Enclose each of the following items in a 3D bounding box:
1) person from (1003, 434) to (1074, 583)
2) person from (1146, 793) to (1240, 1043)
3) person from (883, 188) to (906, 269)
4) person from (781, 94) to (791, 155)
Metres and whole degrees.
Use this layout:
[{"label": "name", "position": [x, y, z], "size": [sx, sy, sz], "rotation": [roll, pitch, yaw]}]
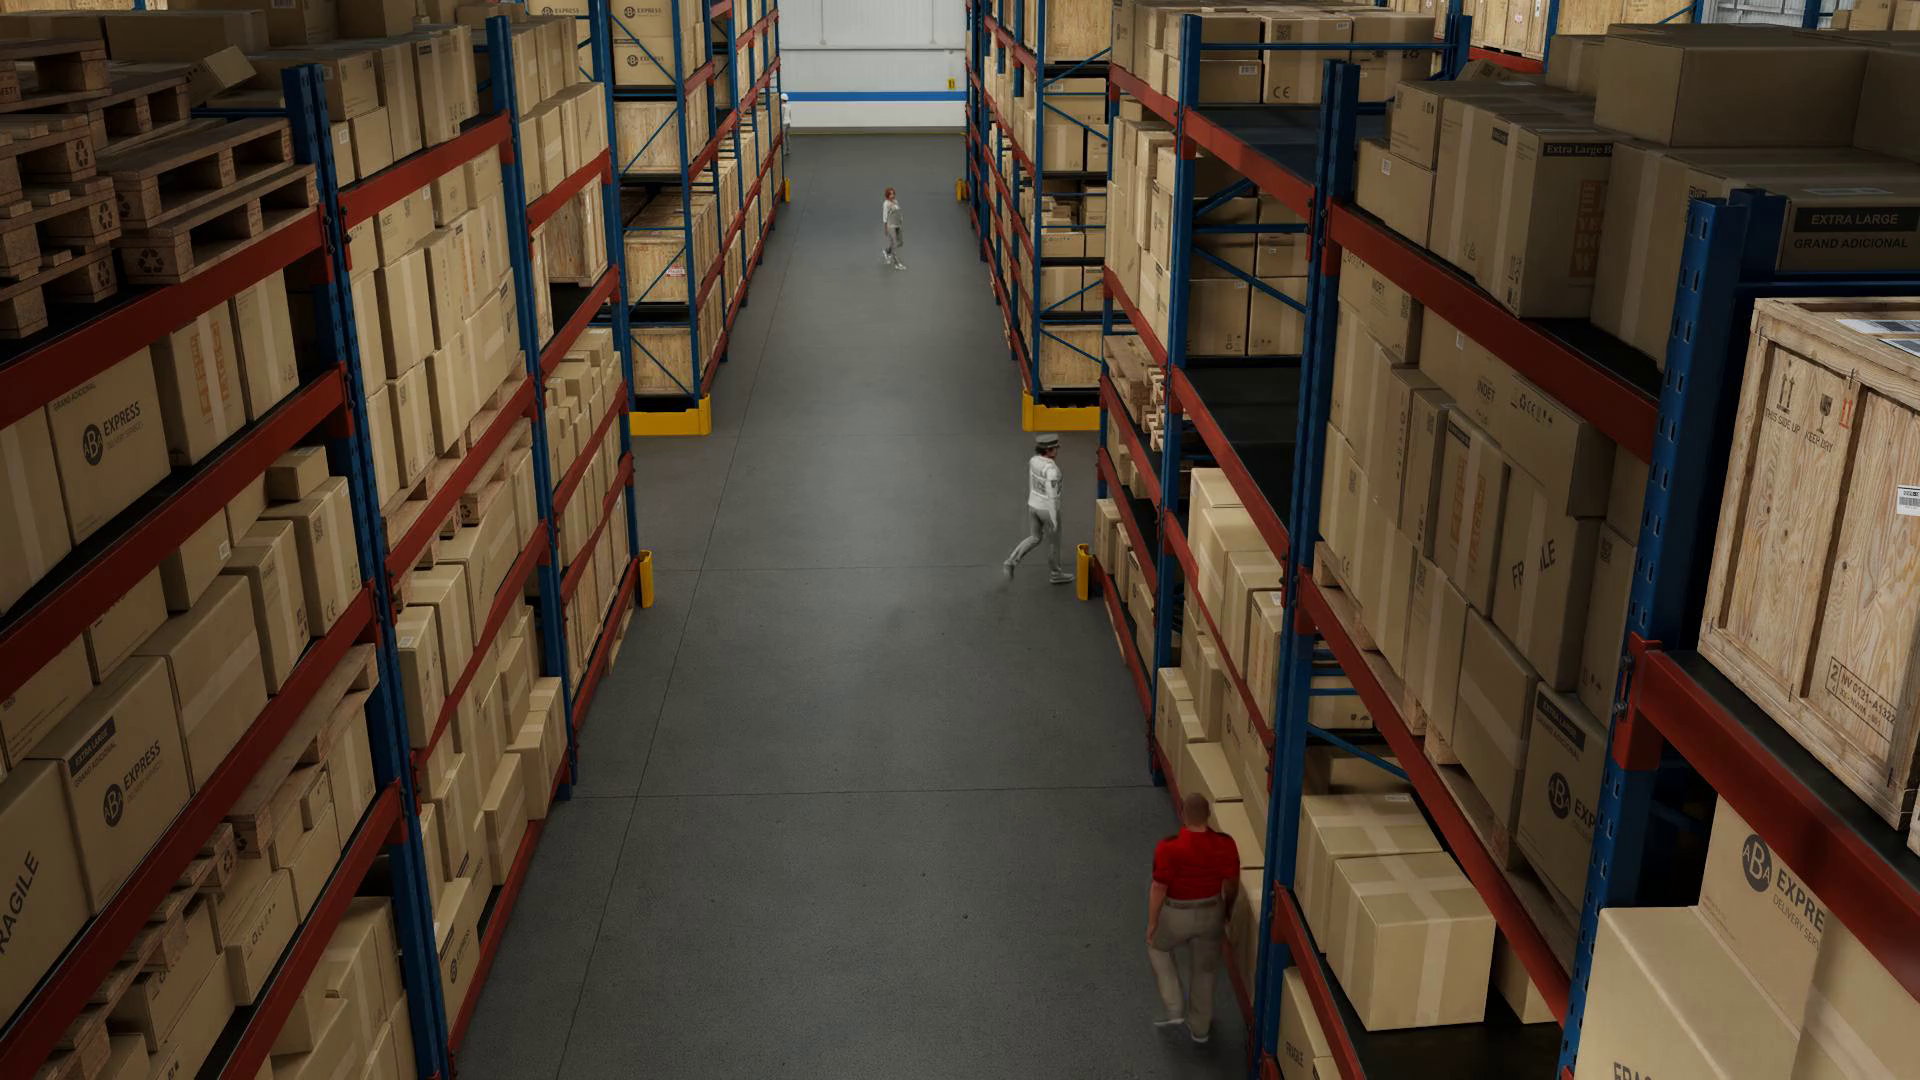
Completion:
[{"label": "person", "position": [0.858, -0.307, 17.440], "size": [0.781, 1.656, 0.497], "rotation": [-13, 24, -30]}, {"label": "person", "position": [1.425, 2.301, 10.322], "size": [0.573, 1.724, 0.441], "rotation": [-1, 20, -3]}, {"label": "person", "position": [-1.335, -6.309, 33.623], "size": [0.706, 1.588, 0.425], "rotation": [14, 25, 33]}, {"label": "person", "position": [-5.314, -12.519, 50.034], "size": [0.384, 1.774, 0.530], "rotation": [8, 22, 20]}]
